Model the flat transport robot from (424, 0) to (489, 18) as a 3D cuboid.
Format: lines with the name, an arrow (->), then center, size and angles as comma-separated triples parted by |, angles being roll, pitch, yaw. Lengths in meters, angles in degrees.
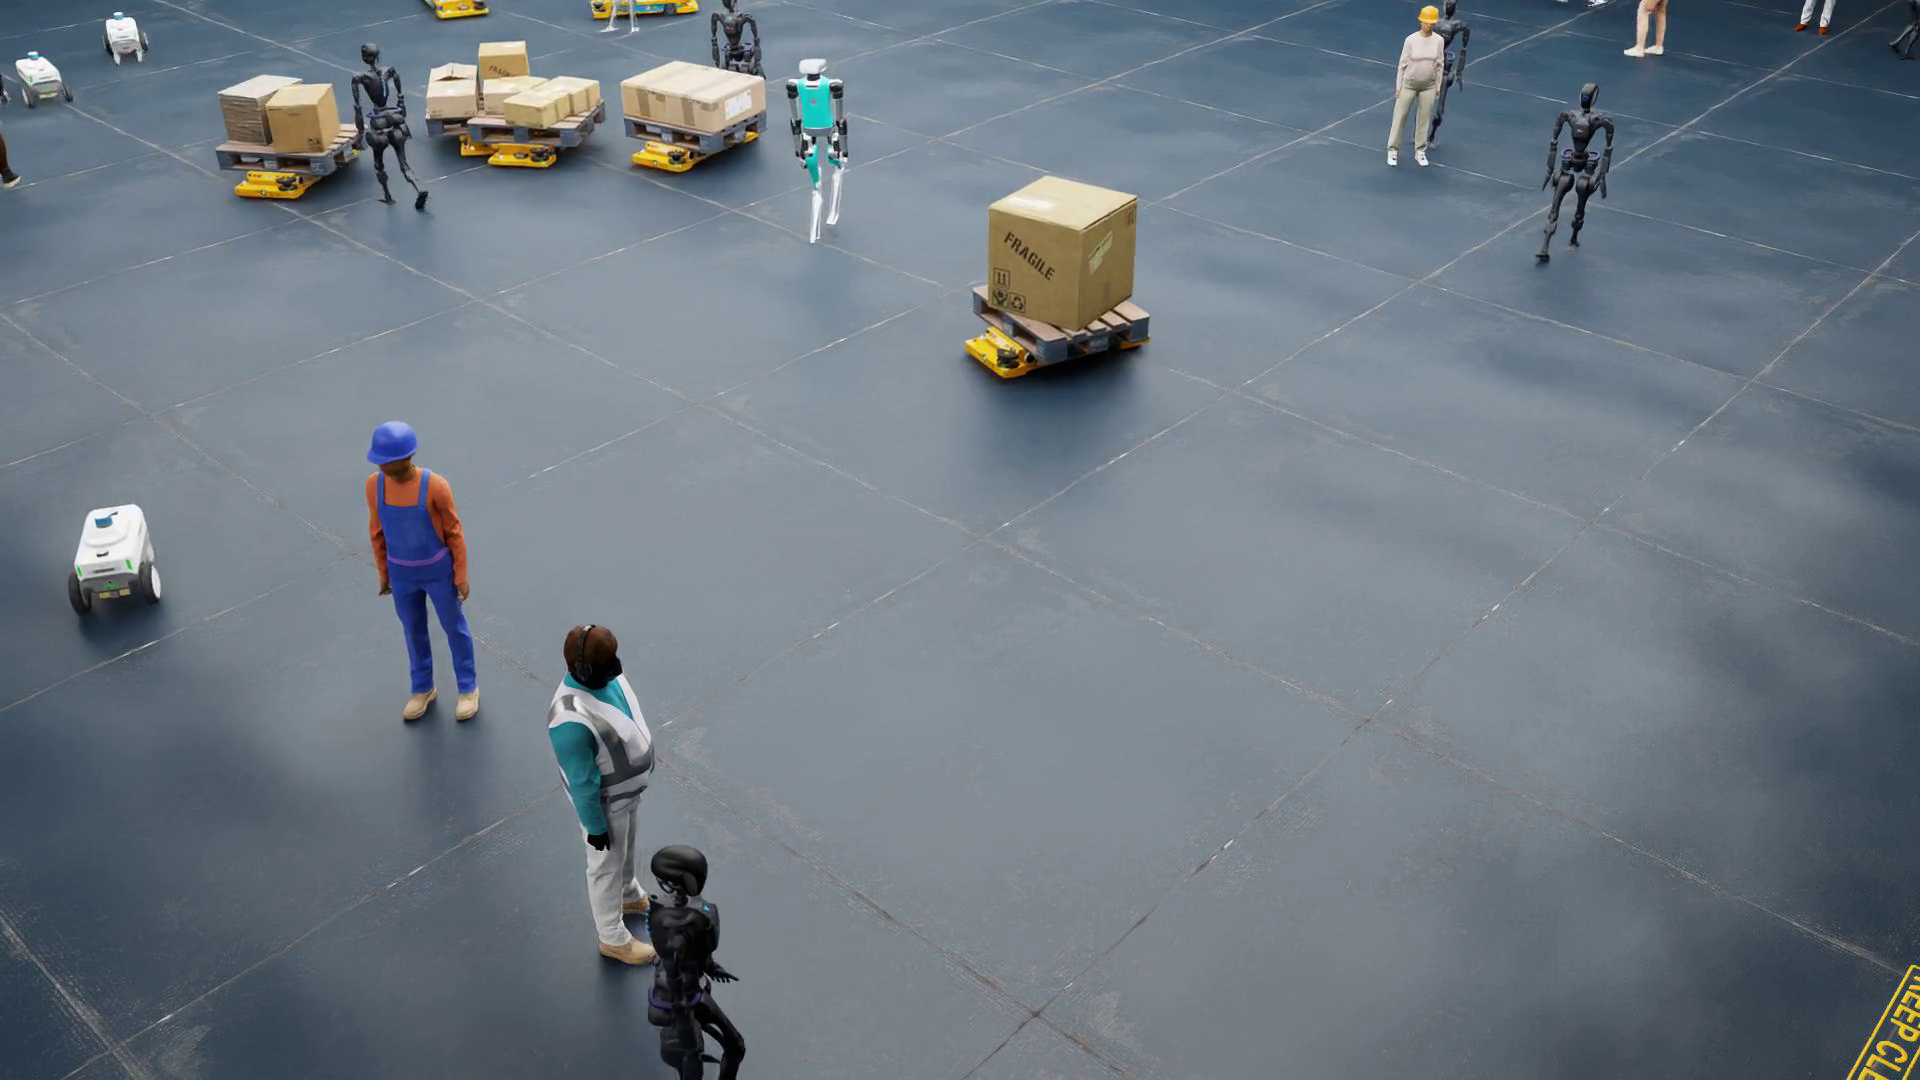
flat transport robot -> -7.147, -7.617, 23.419 | 0.659, 0.231, 1.431 | -16, 35, -23

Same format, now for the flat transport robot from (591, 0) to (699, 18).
flat transport robot -> -4.412, -7.500, 23.232 | 1.431, 0.231, 0.659 | -8, 33, -12

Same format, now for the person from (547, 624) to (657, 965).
person -> -1.629, 1.166, 7.785 | 0.429, 1.842, 0.632 | 2, 32, 3

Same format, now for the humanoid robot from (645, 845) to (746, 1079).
humanoid robot -> -1.097, 1.889, 6.775 | 0.397, 1.641, 0.600 | -1, 32, -1

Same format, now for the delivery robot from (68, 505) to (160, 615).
delivery robot -> -5.456, 0.111, 10.722 | 0.499, 0.614, 0.808 | -9, 33, -15

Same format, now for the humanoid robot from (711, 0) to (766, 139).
humanoid robot -> -2.424, -5.269, 18.311 | 0.598, 1.639, 0.379 | 6, 32, 9

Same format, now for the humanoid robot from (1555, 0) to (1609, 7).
humanoid robot -> 8.580, -8.205, 22.992 | 1.025, 1.737, 0.539 | 21, 38, 30

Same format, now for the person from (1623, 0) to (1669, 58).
person -> 8.848, -7.050, 21.035 | 0.545, 1.827, 0.451 | -16, 35, -24

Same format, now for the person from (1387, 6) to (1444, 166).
person -> 4.815, -4.764, 17.482 | 0.463, 1.688, 0.347 | 1, 32, 1

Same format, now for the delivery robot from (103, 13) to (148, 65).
delivery robot -> -10.664, -6.423, 21.199 | 0.499, 0.566, 0.739 | -14, 34, -21

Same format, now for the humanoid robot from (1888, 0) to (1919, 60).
humanoid robot -> 12.149, -6.895, 20.920 | 0.335, 1.643, 0.583 | -4, 32, -6

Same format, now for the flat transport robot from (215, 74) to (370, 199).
flat transport robot -> -6.962, -3.925, 17.474 | 0.659, 0.231, 1.431 | 5, 32, 8

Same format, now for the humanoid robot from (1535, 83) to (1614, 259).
humanoid robot -> 5.674, -3.370, 15.283 | 0.585, 1.627, 0.755 | 17, 36, 25

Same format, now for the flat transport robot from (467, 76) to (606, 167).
flat transport robot -> -4.599, -4.411, 18.256 | 0.659, 0.231, 1.431 | 5, 32, 7

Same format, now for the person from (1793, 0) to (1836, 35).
person -> 11.497, -7.626, 21.957 | 0.502, 1.830, 0.367 | 22, 38, 31

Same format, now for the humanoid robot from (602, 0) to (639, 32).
humanoid robot -> -4.614, -7.613, 22.034 | 0.585, 1.786, 0.819 | 18, 36, 26

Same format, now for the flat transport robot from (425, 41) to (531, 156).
flat transport robot -> -5.265, -4.601, 18.563 | 0.659, 0.231, 1.431 | -6, 32, -10

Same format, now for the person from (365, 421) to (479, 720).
person -> -3.013, 0.174, 9.322 | 0.514, 1.907, 0.372 | 2, 32, 3

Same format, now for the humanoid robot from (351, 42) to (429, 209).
humanoid robot -> -5.648, -4.070, 16.402 | 0.696, 1.633, 0.589 | 24, 39, 33

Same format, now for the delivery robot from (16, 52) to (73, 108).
delivery robot -> -10.874, -5.447, 19.668 | 0.499, 0.609, 0.805 | -22, 38, -31

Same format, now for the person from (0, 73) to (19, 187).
person -> -10.063, -4.553, 16.905 | 0.701, 1.933, 0.479 | -11, 34, -18

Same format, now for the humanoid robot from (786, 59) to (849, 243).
humanoid robot -> -1.287, -3.724, 15.772 | 0.553, 1.779, 0.882 | 4, 32, 7

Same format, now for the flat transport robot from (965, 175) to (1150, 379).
flat transport robot -> 0.808, -1.702, 13.895 | 1.431, 0.231, 0.659 | -17, 35, -25

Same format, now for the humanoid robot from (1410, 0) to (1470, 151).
humanoid robot -> 5.150, -5.080, 18.005 | 0.599, 1.635, 0.487 | 6, 32, 10

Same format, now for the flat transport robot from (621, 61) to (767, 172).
flat transport robot -> -2.880, -4.352, 18.161 | 0.659, 0.231, 1.431 | 17, 36, 26
